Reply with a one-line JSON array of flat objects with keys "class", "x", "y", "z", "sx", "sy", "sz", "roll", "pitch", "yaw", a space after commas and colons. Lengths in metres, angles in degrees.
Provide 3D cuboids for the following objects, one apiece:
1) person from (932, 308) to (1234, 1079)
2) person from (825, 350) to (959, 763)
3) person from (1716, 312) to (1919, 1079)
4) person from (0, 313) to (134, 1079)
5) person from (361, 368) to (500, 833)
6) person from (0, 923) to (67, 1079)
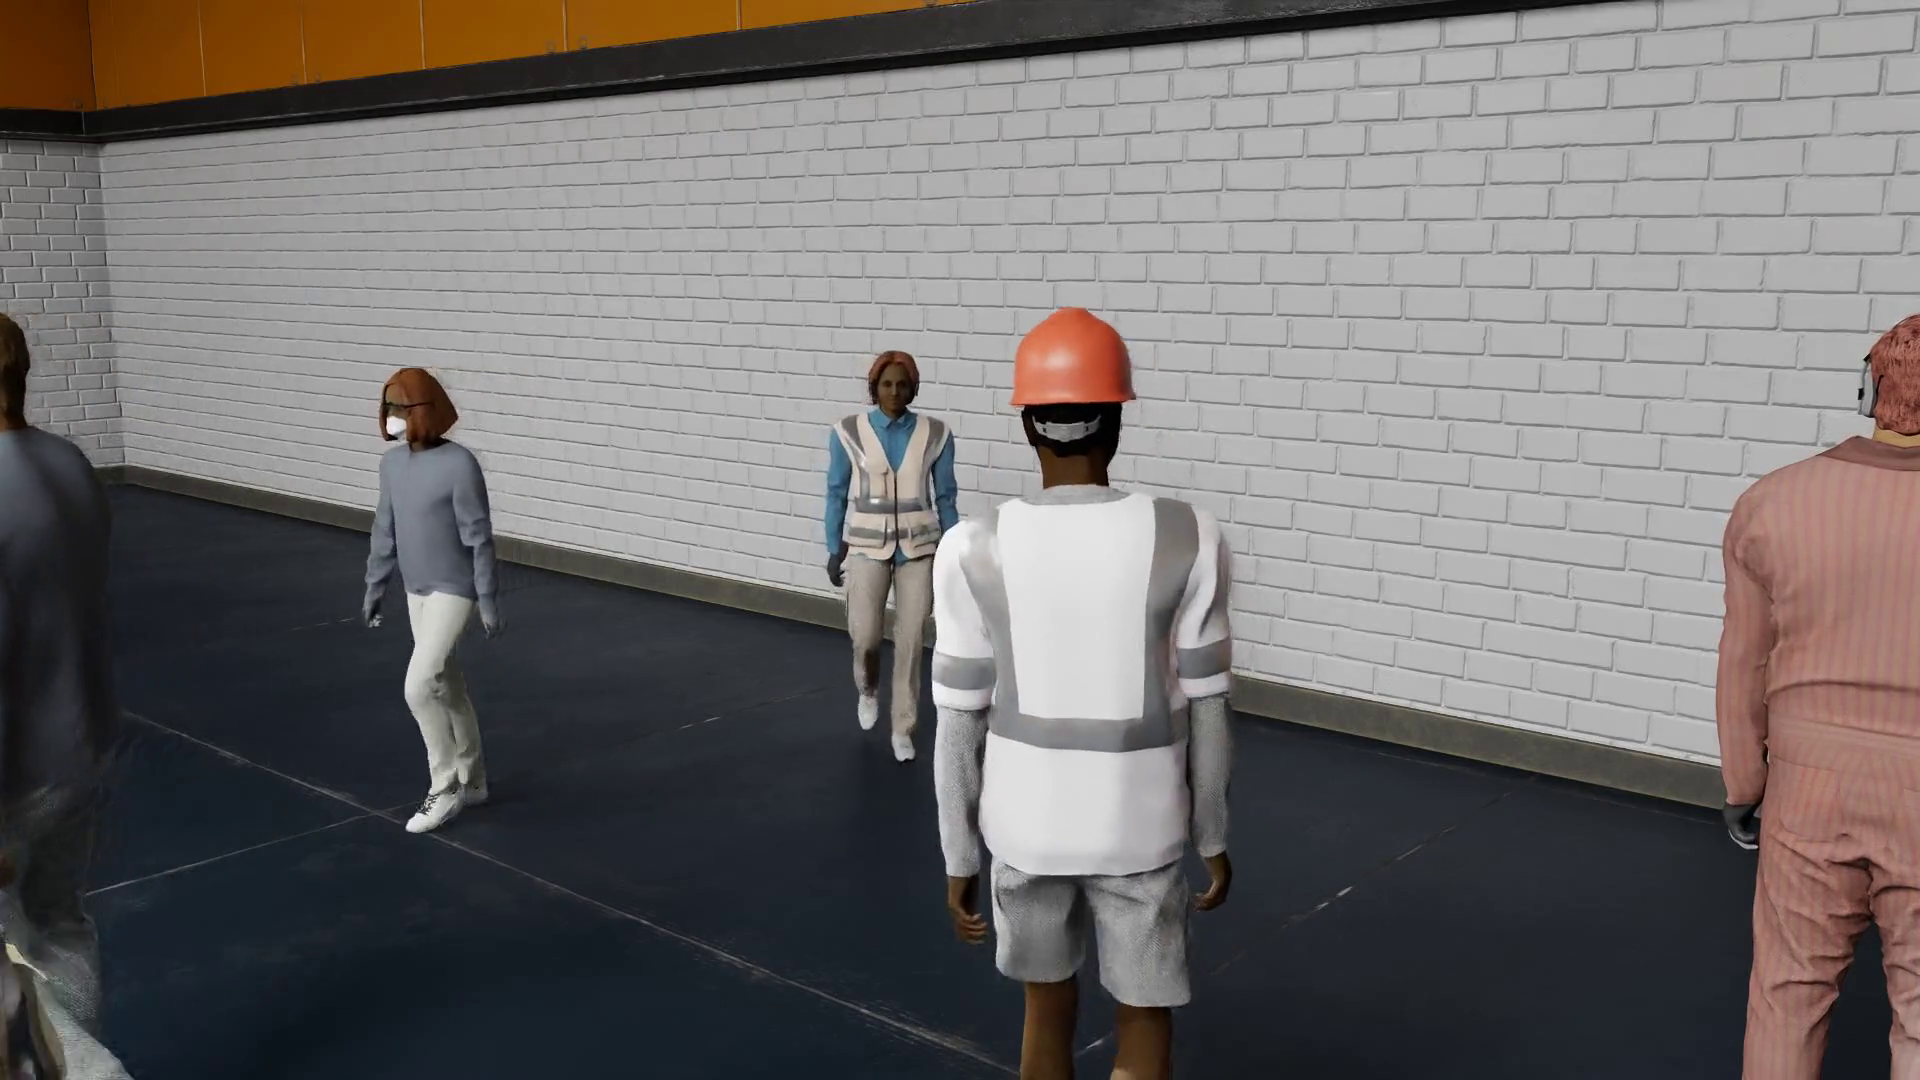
[{"class": "person", "x": 0.220, "y": 0.542, "z": 3.055, "sx": 0.568, "sy": 1.920, "sz": 0.730, "roll": 2, "pitch": 10, "yaw": 9}, {"class": "person", "x": -0.270, "y": 0.054, "z": 6.629, "sx": 0.533, "sy": 1.623, "sz": 0.414, "roll": -2, "pitch": 10, "yaw": -9}, {"class": "person", "x": 1.829, "y": 0.507, "z": 3.276, "sx": 0.642, "sy": 1.908, "sz": 0.407, "roll": 8, "pitch": 13, "yaw": 40}, {"class": "person", "x": -1.951, "y": 0.469, "z": 3.440, "sx": 0.446, "sy": 1.922, "sz": 0.638, "roll": 0, "pitch": 10, "yaw": -2}, {"class": "person", "x": -1.867, "y": 0.215, "z": 5.774, "sx": 0.533, "sy": 1.613, "sz": 0.559, "roll": 8, "pitch": 13, "yaw": 38}, {"class": "person", "x": -1.187, "y": 0.835, "z": 1.705, "sx": 0.596, "sy": 1.809, "sz": 0.817, "roll": 6, "pitch": 12, "yaw": 32}]
